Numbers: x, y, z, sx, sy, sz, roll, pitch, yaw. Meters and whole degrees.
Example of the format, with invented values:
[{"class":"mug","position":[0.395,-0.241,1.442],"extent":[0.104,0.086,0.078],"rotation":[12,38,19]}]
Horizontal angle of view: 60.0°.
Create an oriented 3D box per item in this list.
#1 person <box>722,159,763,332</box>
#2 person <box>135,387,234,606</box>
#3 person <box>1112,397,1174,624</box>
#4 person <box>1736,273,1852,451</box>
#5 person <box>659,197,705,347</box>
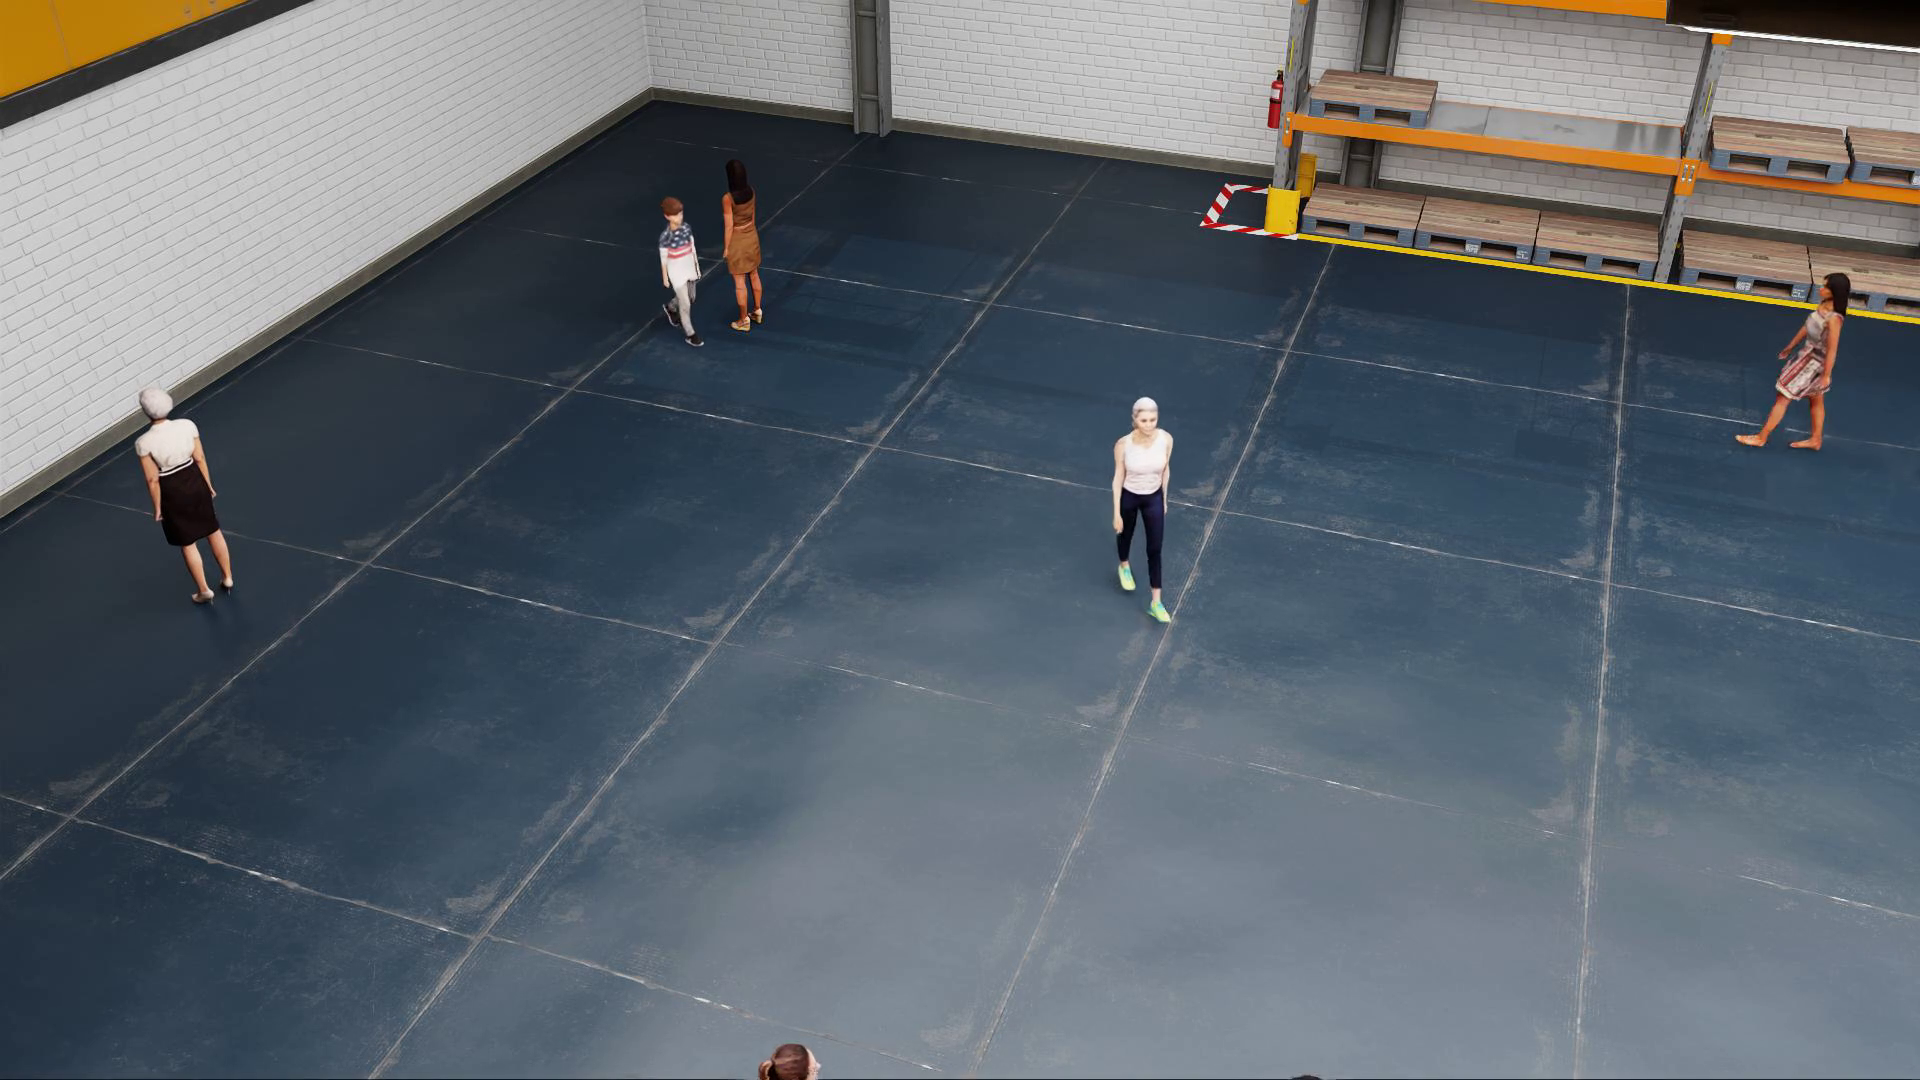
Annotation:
[{"class":"person","position":[-2.068,-2.802,15.775],"extent":[0.575,1.690,0.603],"rotation":[20,38,27]},{"class":"person","position":[-5.578,-0.305,11.958],"extent":[0.640,1.755,0.684],"rotation":[25,41,33]},{"class":"person","position":[1.266,-0.321,12.062],"extent":[1.085,1.667,1.041],"rotation":[-7,34,-11]},{"class":"person","position":[7.188,-1.445,13.799],"extent":[0.928,1.617,0.659],"rotation":[10,35,15]},{"class":"person","position":[-2.663,-2.564,15.658],"extent":[0.936,1.422,0.703],"rotation":[25,41,32]}]
